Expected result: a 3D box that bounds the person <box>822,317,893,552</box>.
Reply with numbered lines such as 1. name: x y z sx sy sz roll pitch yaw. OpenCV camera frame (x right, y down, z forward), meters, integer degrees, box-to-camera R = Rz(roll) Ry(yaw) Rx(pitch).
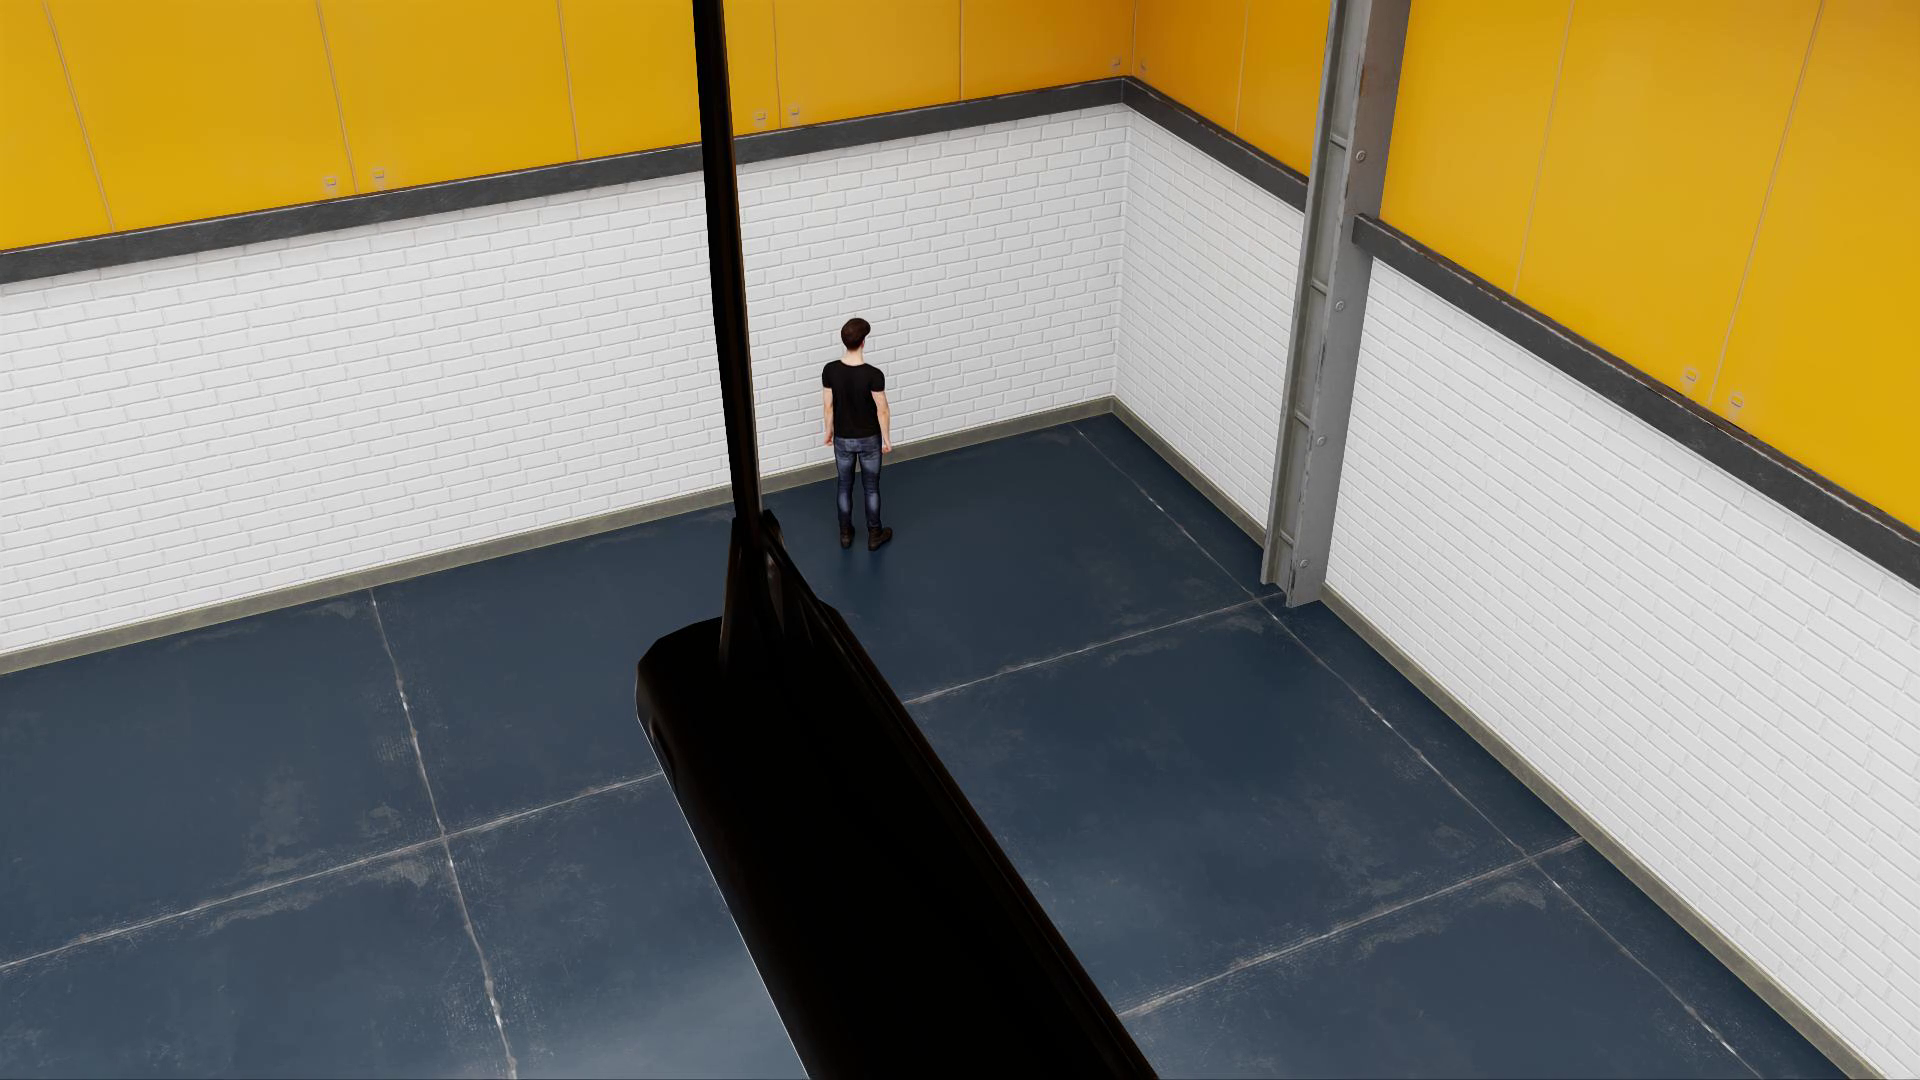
1. person: -0.786 -0.786 12.603 0.757 1.895 0.776 7 34 10
